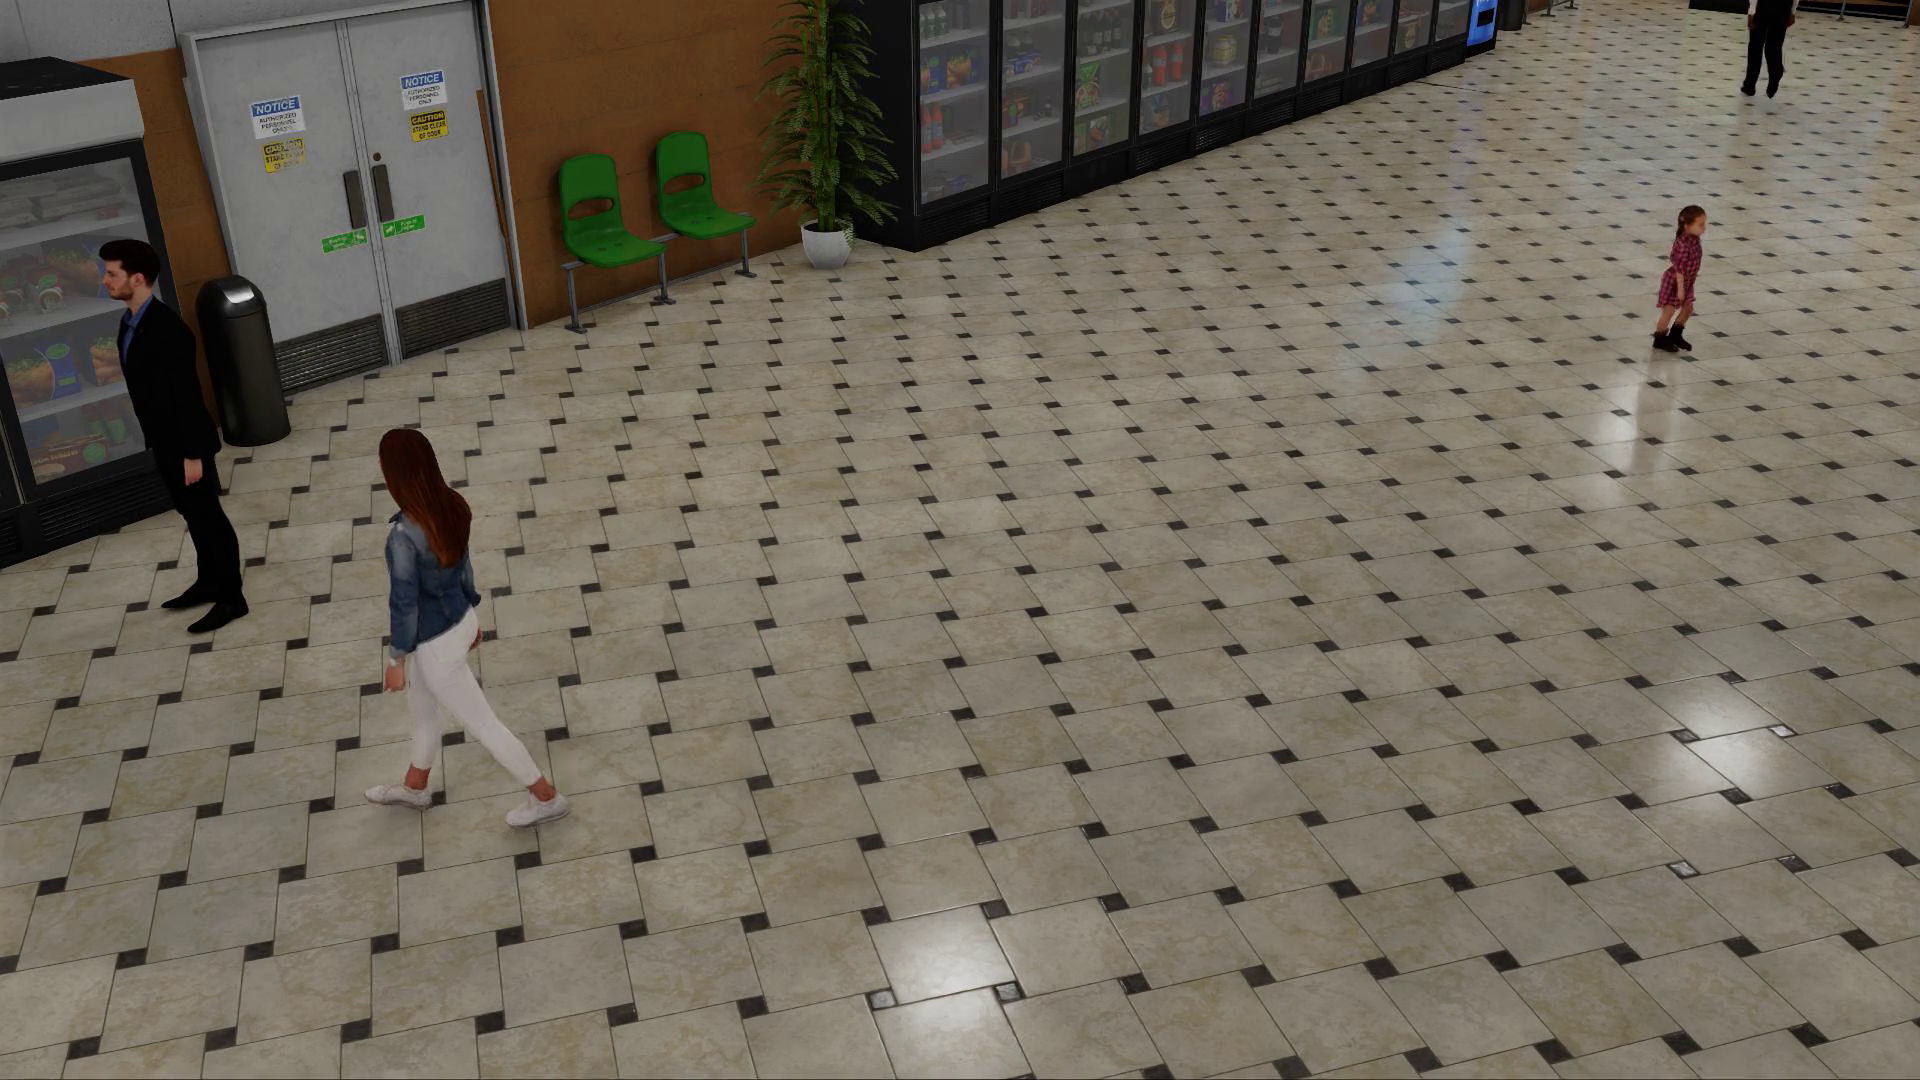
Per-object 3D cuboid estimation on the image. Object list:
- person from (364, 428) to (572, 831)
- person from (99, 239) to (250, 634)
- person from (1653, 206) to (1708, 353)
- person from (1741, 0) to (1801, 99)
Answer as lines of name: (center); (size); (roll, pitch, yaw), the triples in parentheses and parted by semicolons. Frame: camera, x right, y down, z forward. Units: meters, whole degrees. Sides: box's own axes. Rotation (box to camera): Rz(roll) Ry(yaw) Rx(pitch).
person: (-1.855, 0.395, 6.243); (1.181, 1.664, 1.028); (2, 27, 5)
person: (-3.636, -0.493, 7.741); (0.774, 1.893, 0.587); (-23, 35, -37)
person: (4.818, -1.767, 11.229); (0.469, 1.010, 0.436); (19, 33, 33)
person: (8.888, -5.767, 18.134); (1.127, 1.900, 1.082); (4, 27, 8)
